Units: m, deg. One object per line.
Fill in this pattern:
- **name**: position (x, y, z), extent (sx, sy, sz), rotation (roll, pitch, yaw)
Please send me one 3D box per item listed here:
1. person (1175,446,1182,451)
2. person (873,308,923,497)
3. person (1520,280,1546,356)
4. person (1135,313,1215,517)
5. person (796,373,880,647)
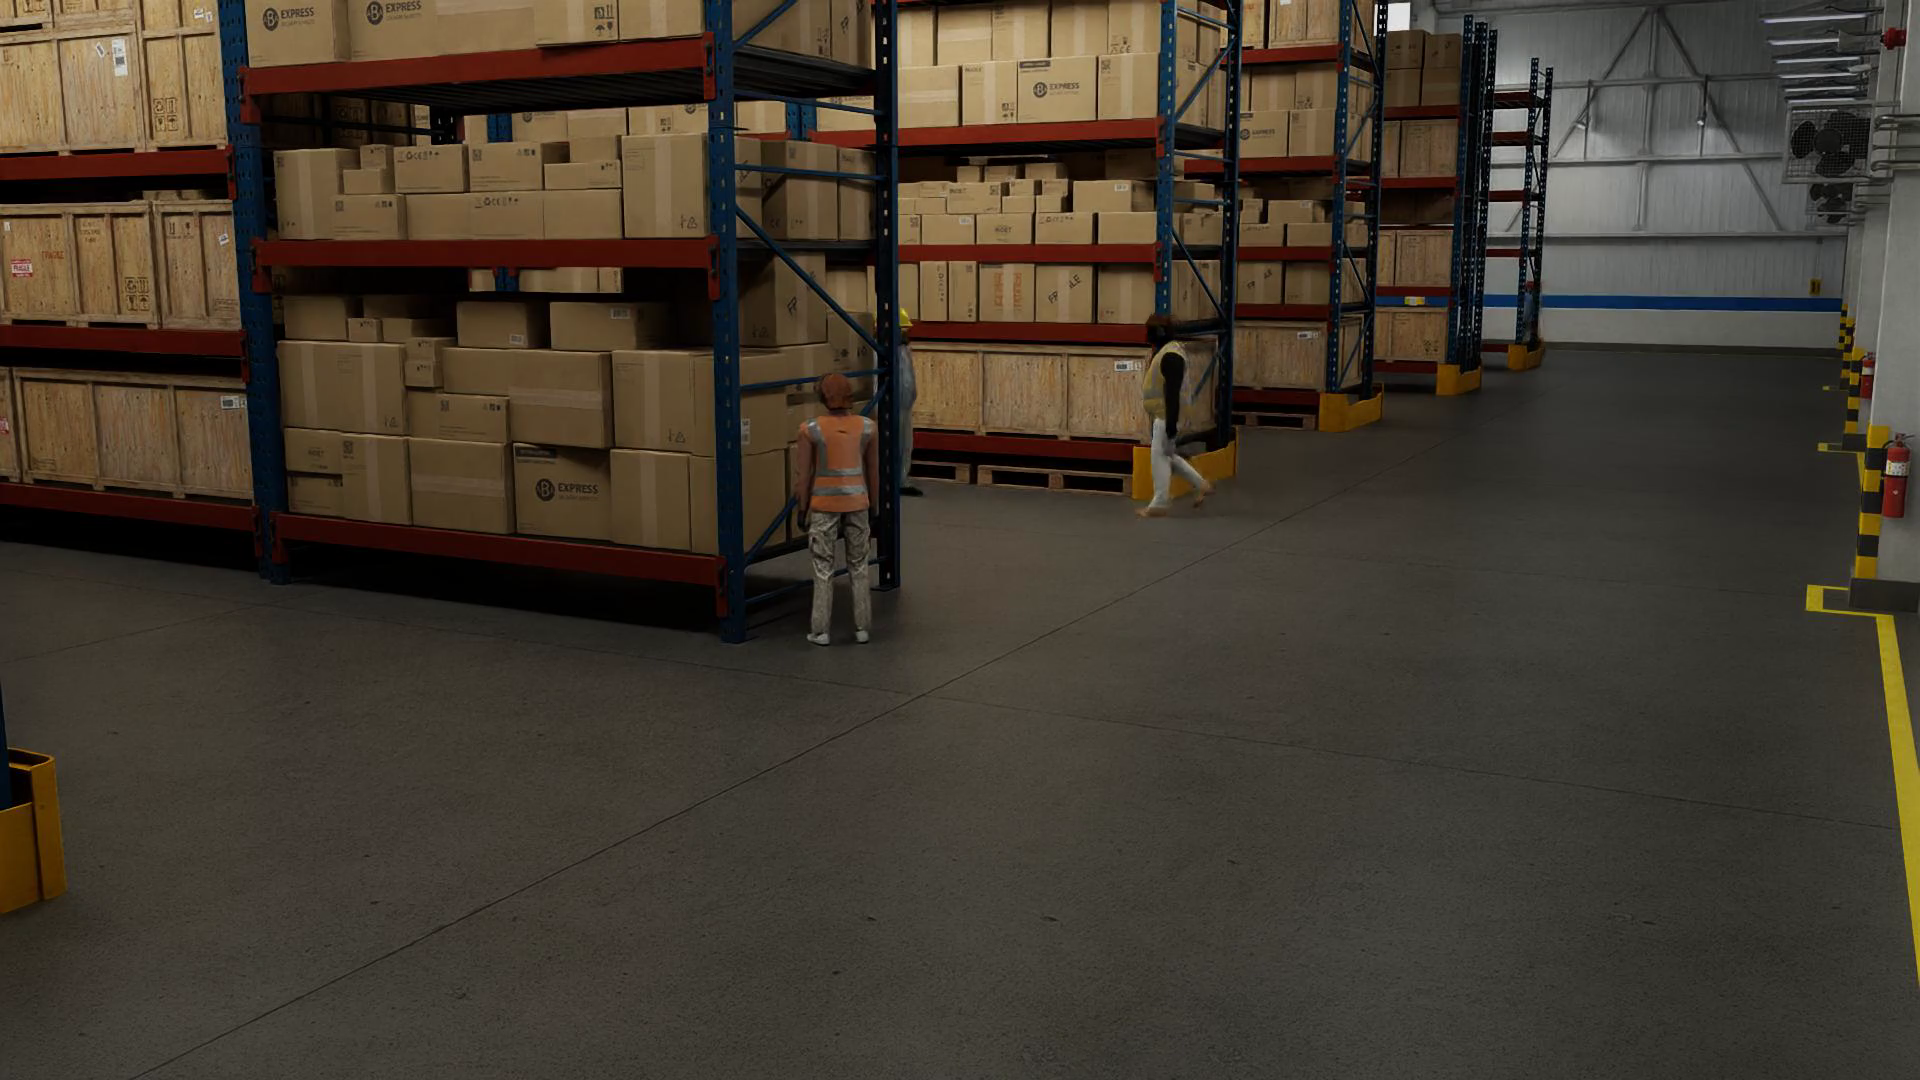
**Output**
- **person**: position (2.323, -1.947, 19.321), extent (0.618, 1.898, 0.960), rotation (-8, 13, -40)
- **person**: position (-0.678, -1.298, 15.860), extent (0.580, 1.817, 0.599), rotation (4, 11, 22)
- **person**: position (12.723, -4.924, 37.077), extent (0.574, 1.729, 0.668), rotation (-8, 12, -38)
- **person**: position (1.908, -1.101, 14.707), extent (0.635, 1.818, 0.666), rotation (0, 10, 0)
- **person**: position (-0.719, -0.176, 9.883), extent (0.521, 1.631, 0.315), rotation (-4, 11, -22)
